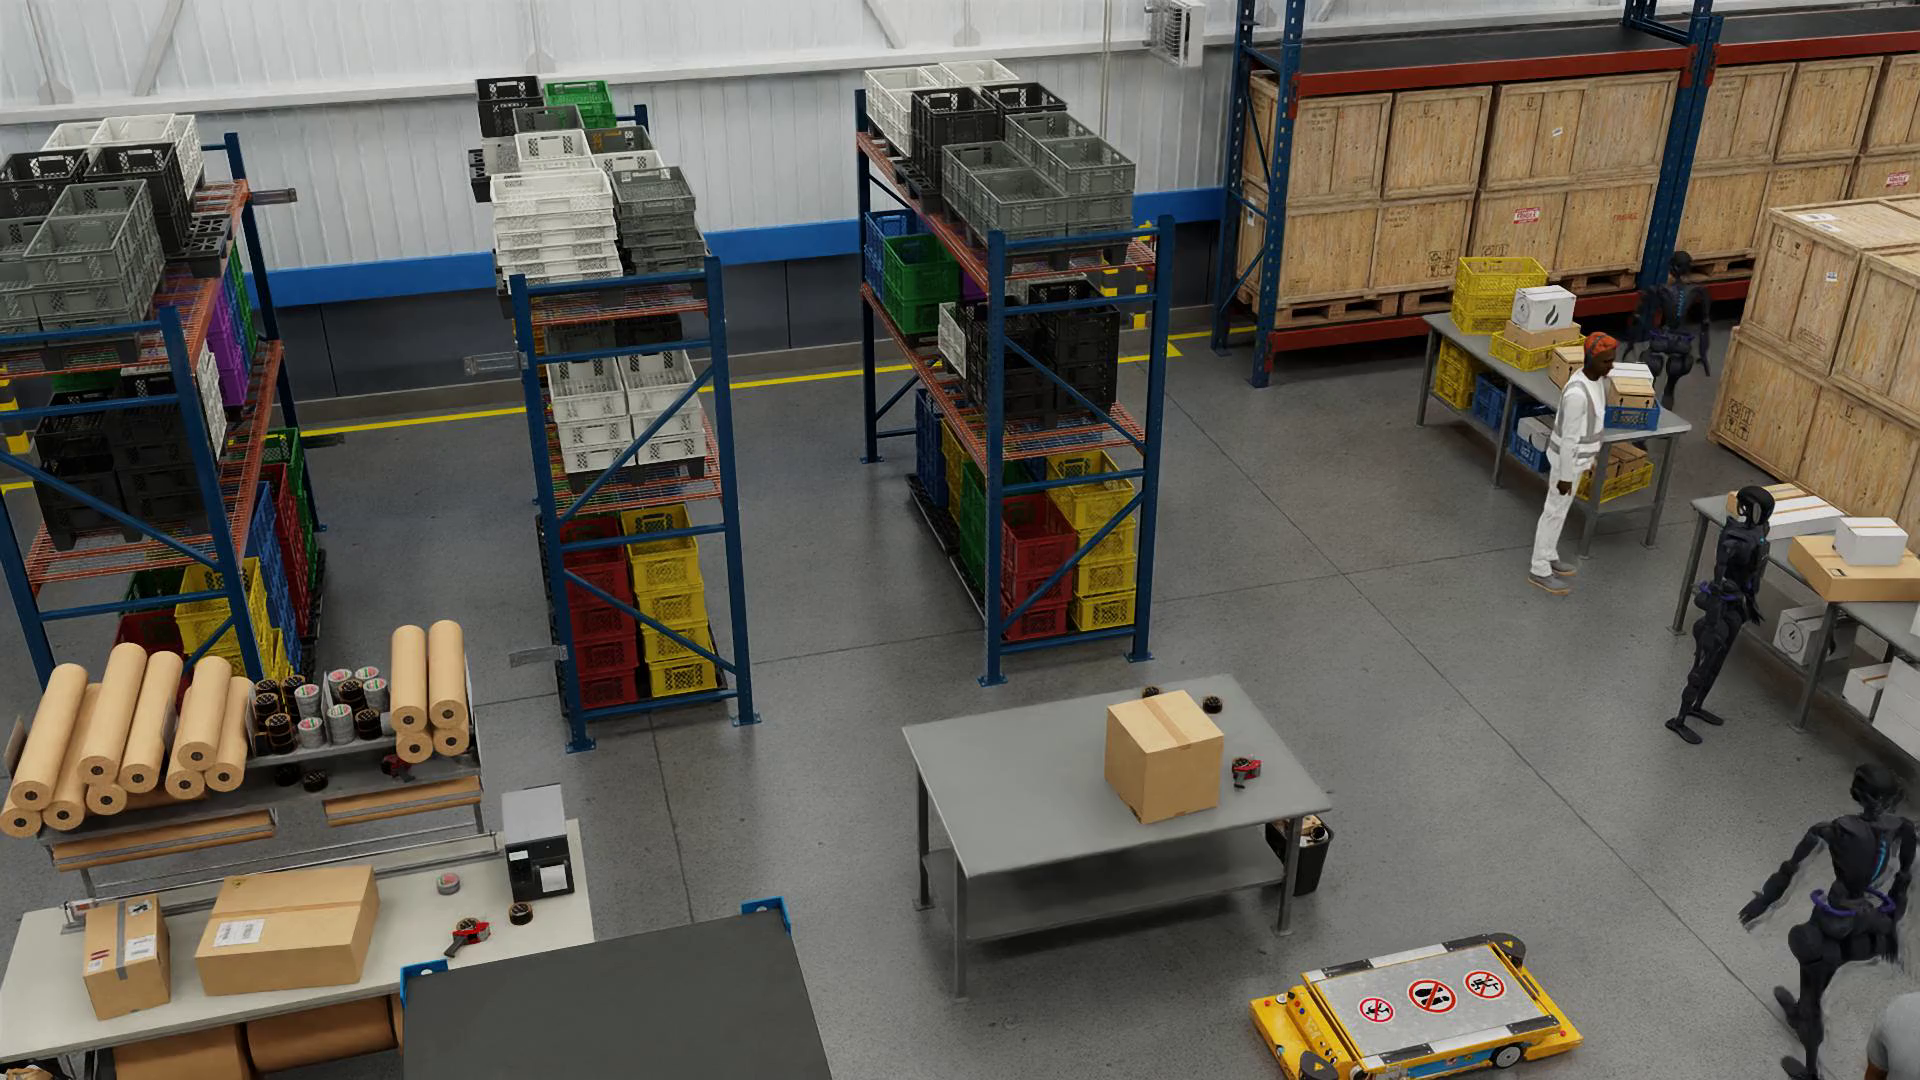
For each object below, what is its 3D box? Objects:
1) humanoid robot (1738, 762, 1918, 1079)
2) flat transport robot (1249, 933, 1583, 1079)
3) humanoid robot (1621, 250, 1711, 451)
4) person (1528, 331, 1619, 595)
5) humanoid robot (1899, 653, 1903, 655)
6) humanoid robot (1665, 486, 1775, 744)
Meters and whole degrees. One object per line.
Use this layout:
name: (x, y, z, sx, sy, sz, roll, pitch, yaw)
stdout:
humanoid robot: (3.959, 1.719, 7.591, 0.600, 1.633, 0.704, -5, 29, -9)
flat transport robot: (2.184, 2.282, 7.980, 1.431, 0.197, 0.652, -8, 30, -14)
humanoid robot: (5.758, -1.534, 13.501, 0.671, 1.637, 0.504, 5, 29, 10)
person: (4.231, -0.546, 11.480, 0.355, 1.881, 0.574, 15, 32, 26)
humanoid robot: (6.263, 0.205, 10.346, 0.359, 1.634, 0.651, -13, 31, -22)
humanoid robot: (4.570, 0.428, 9.907, 0.609, 1.657, 0.310, -23, 36, -36)
